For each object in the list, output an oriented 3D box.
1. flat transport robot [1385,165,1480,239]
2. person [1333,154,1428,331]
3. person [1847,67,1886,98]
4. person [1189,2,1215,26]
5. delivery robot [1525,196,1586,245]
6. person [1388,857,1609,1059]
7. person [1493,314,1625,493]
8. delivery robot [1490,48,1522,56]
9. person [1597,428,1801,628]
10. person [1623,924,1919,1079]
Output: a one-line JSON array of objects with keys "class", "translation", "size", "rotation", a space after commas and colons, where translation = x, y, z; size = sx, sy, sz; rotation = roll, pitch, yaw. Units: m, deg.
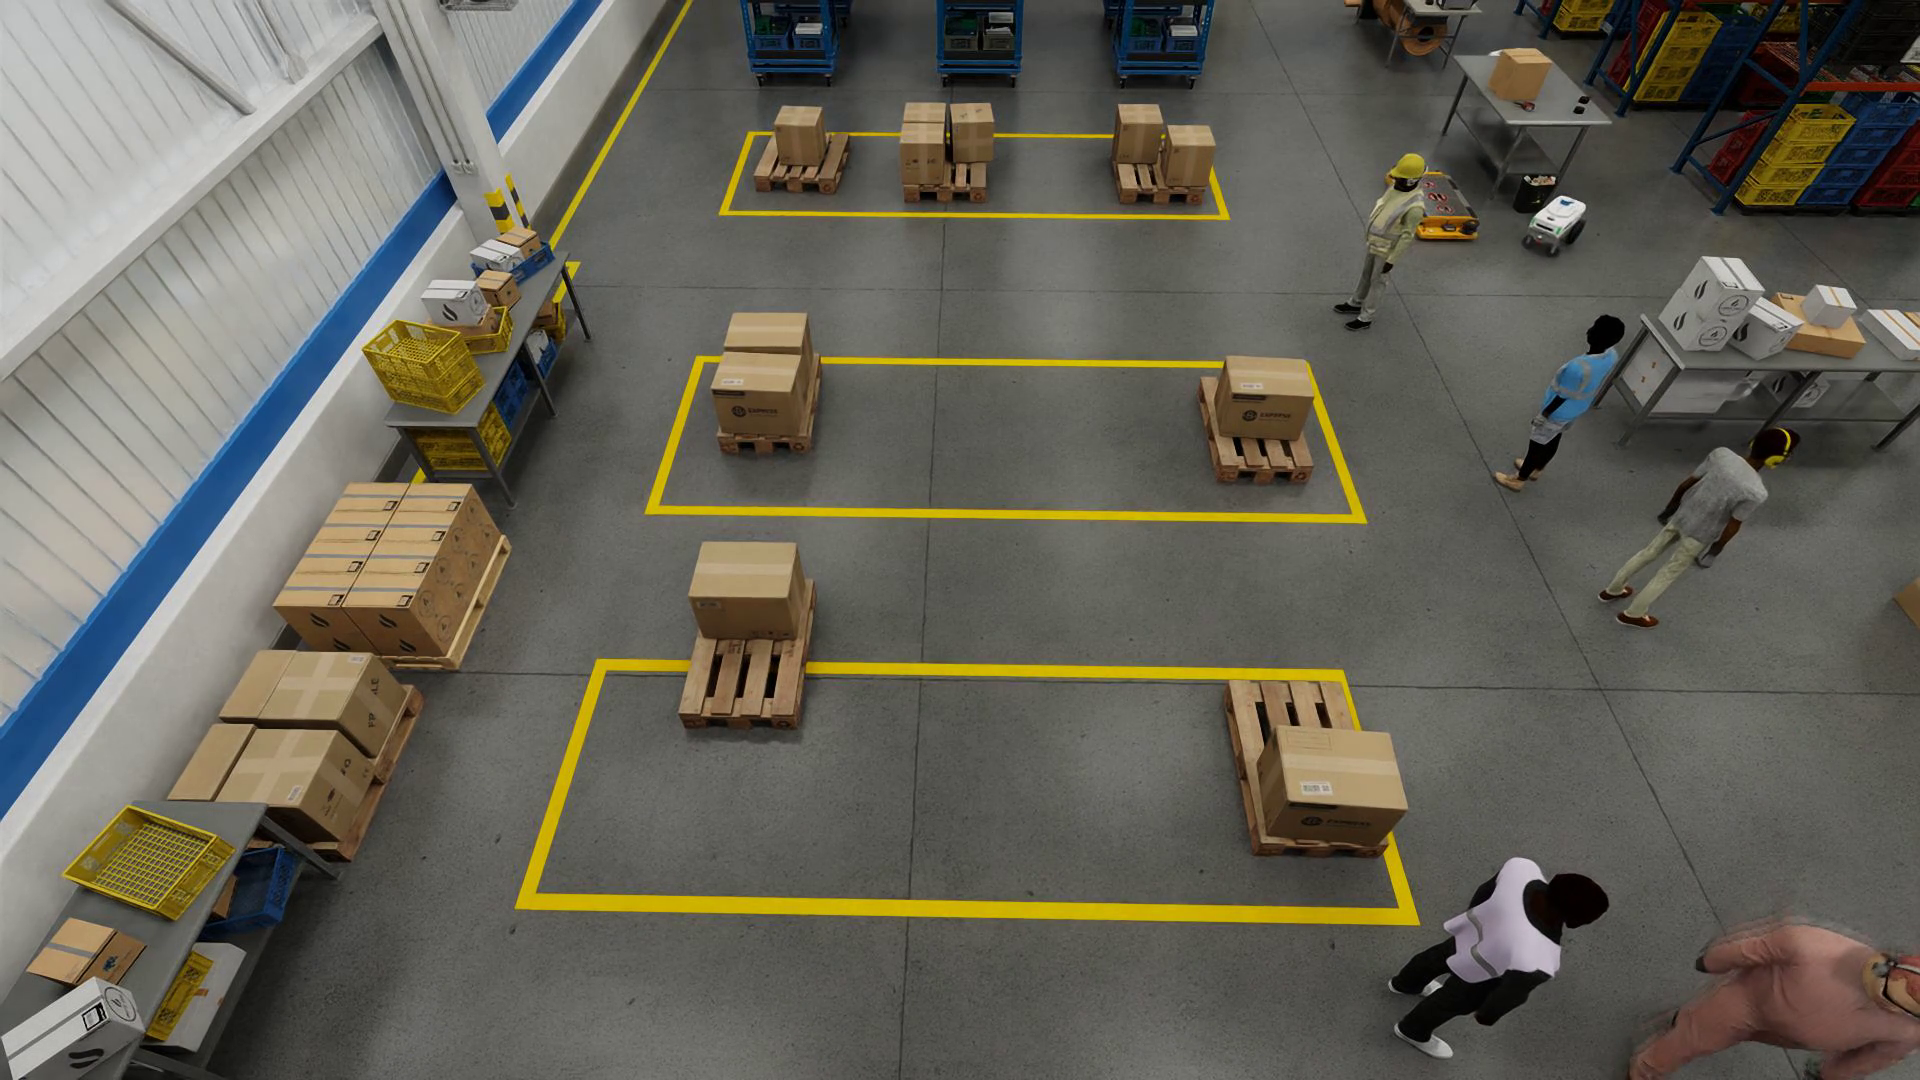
[{"class": "flat transport robot", "translation": [5.692, -4.094, 11.059], "size": [0.652, 0.197, 1.431], "rotation": [1, 49, 1]}, {"class": "person", "translation": [4.163, -2.911, 9.017], "size": [0.403, 1.822, 0.588], "rotation": [-2, 49, -2]}, {"class": "person", "translation": [13.106, -7.101, 12.566], "size": [0.635, 1.937, 0.352], "rotation": [-5, 49, -4]}, {"class": "person", "translation": [3.955, -9.059, 14.456], "size": [0.307, 1.640, 0.514], "rotation": [-35, 58, -26]}, {"class": "delivery robot", "translation": [6.799, -3.662, 10.439], "size": [0.707, 0.478, 0.477], "rotation": [-36, 58, -27]}, {"class": "person", "translation": [2.628, 2.102, 4.613], "size": [0.391, 1.920, 0.587], "rotation": [11, 50, 9]}, {"class": "person", "translation": [4.936, -1.095, 7.525], "size": [0.539, 1.695, 0.318], "rotation": [-25, 54, -20]}, {"class": "delivery robot", "translation": [7.926, -6.784, 13.141], "size": [0.477, 0.478, 0.707], "rotation": [-18, 52, -15]}, {"class": "person", "translation": [5.231, -0.080, 6.538], "size": [0.309, 1.864, 0.535], "rotation": [-6, 49, -5]}, {"class": "person", "translation": [3.928, 2.383, 4.412], "size": [0.678, 1.857, 0.897], "rotation": [28, 55, 22]}]
